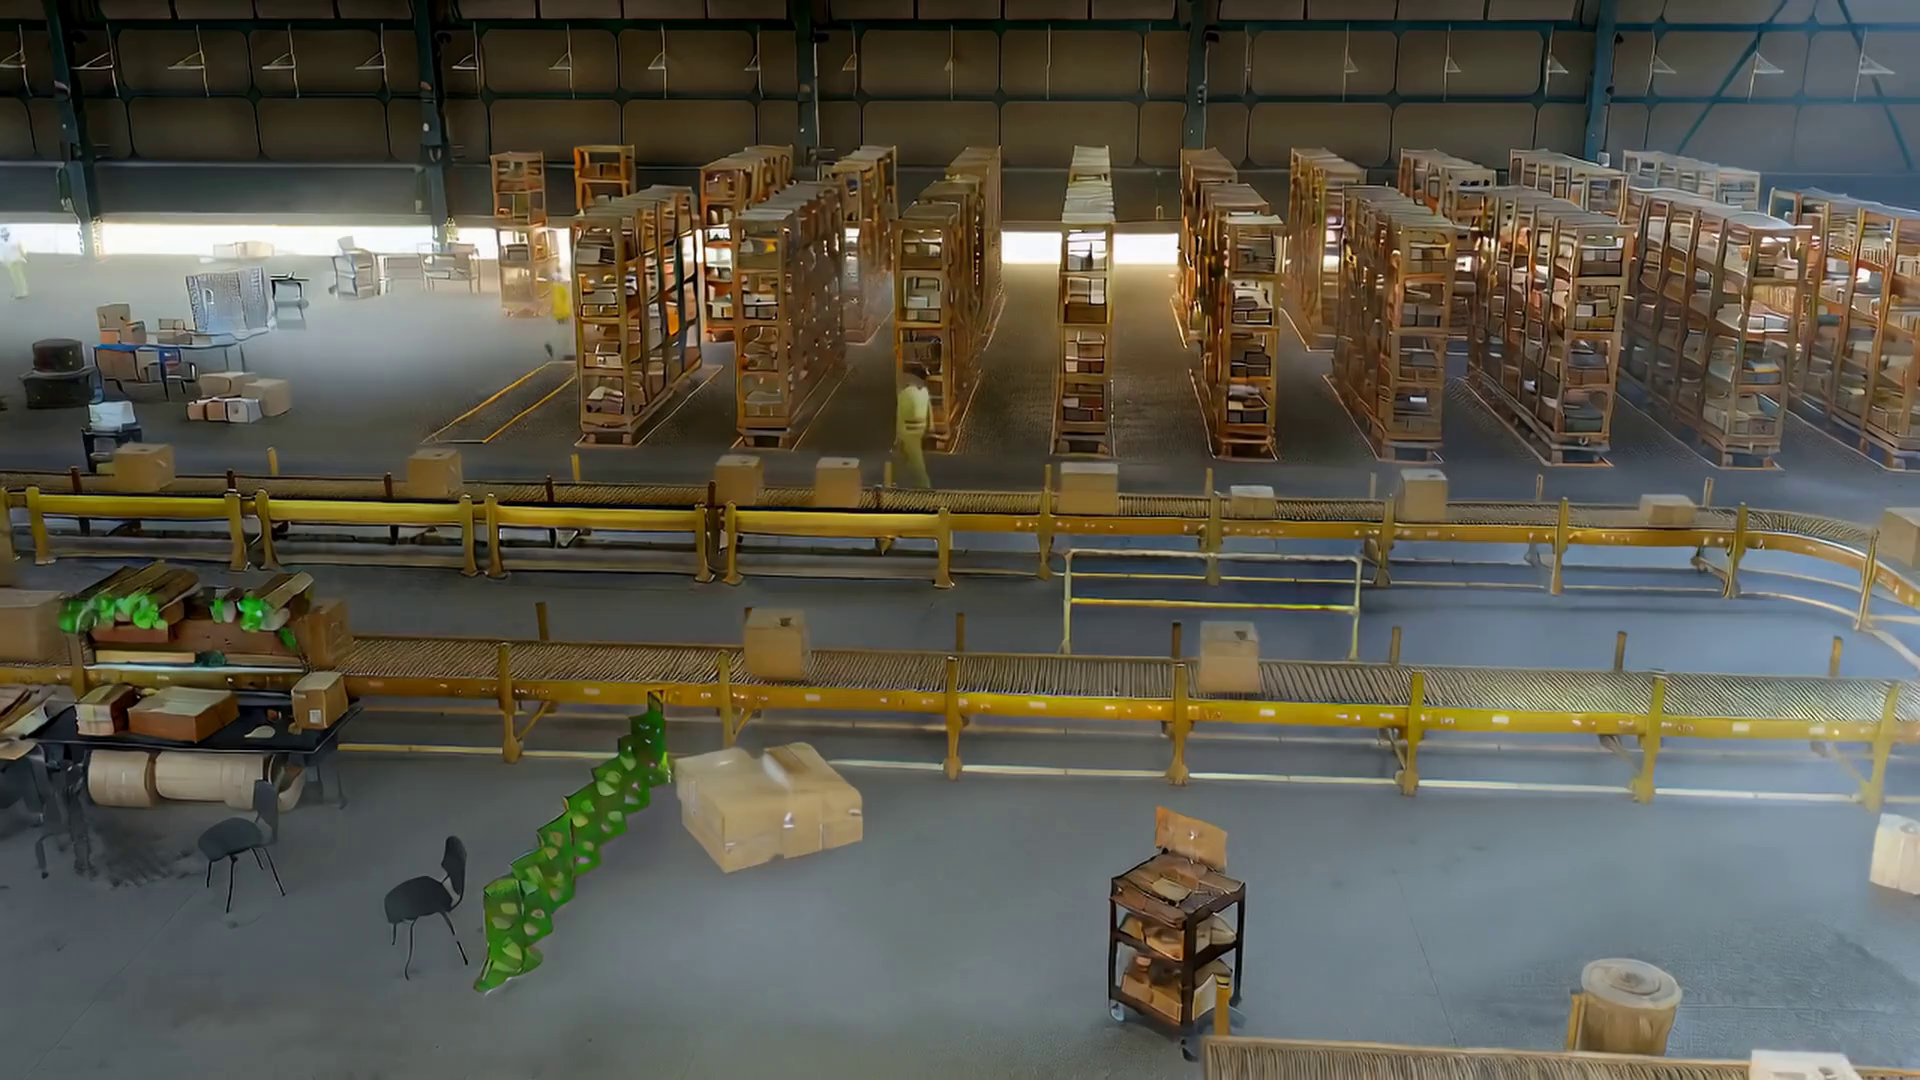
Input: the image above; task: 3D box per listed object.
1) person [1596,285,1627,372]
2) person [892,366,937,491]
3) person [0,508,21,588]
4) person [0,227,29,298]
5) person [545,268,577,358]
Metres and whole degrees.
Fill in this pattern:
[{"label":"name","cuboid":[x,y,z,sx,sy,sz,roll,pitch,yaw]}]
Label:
[{"label":"person","cuboid":[12.270,-4.048,31.402,0.565,1.837,0.382,14,22,37]},{"label":"person","cuboid":[-0.601,-1.503,23.246,1.034,1.886,0.613,12,21,34]},{"label":"person","cuboid":[-9.881,0.481,17.185,0.453,1.728,0.562,2,18,5]},{"label":"person","cuboid":[-22.728,-6.657,39.891,0.523,1.699,0.937,0,17,-1]},{"label":"person","cuboid":[-7.854,-4.453,32.720,0.530,1.812,0.599,-1,18,-2]}]
